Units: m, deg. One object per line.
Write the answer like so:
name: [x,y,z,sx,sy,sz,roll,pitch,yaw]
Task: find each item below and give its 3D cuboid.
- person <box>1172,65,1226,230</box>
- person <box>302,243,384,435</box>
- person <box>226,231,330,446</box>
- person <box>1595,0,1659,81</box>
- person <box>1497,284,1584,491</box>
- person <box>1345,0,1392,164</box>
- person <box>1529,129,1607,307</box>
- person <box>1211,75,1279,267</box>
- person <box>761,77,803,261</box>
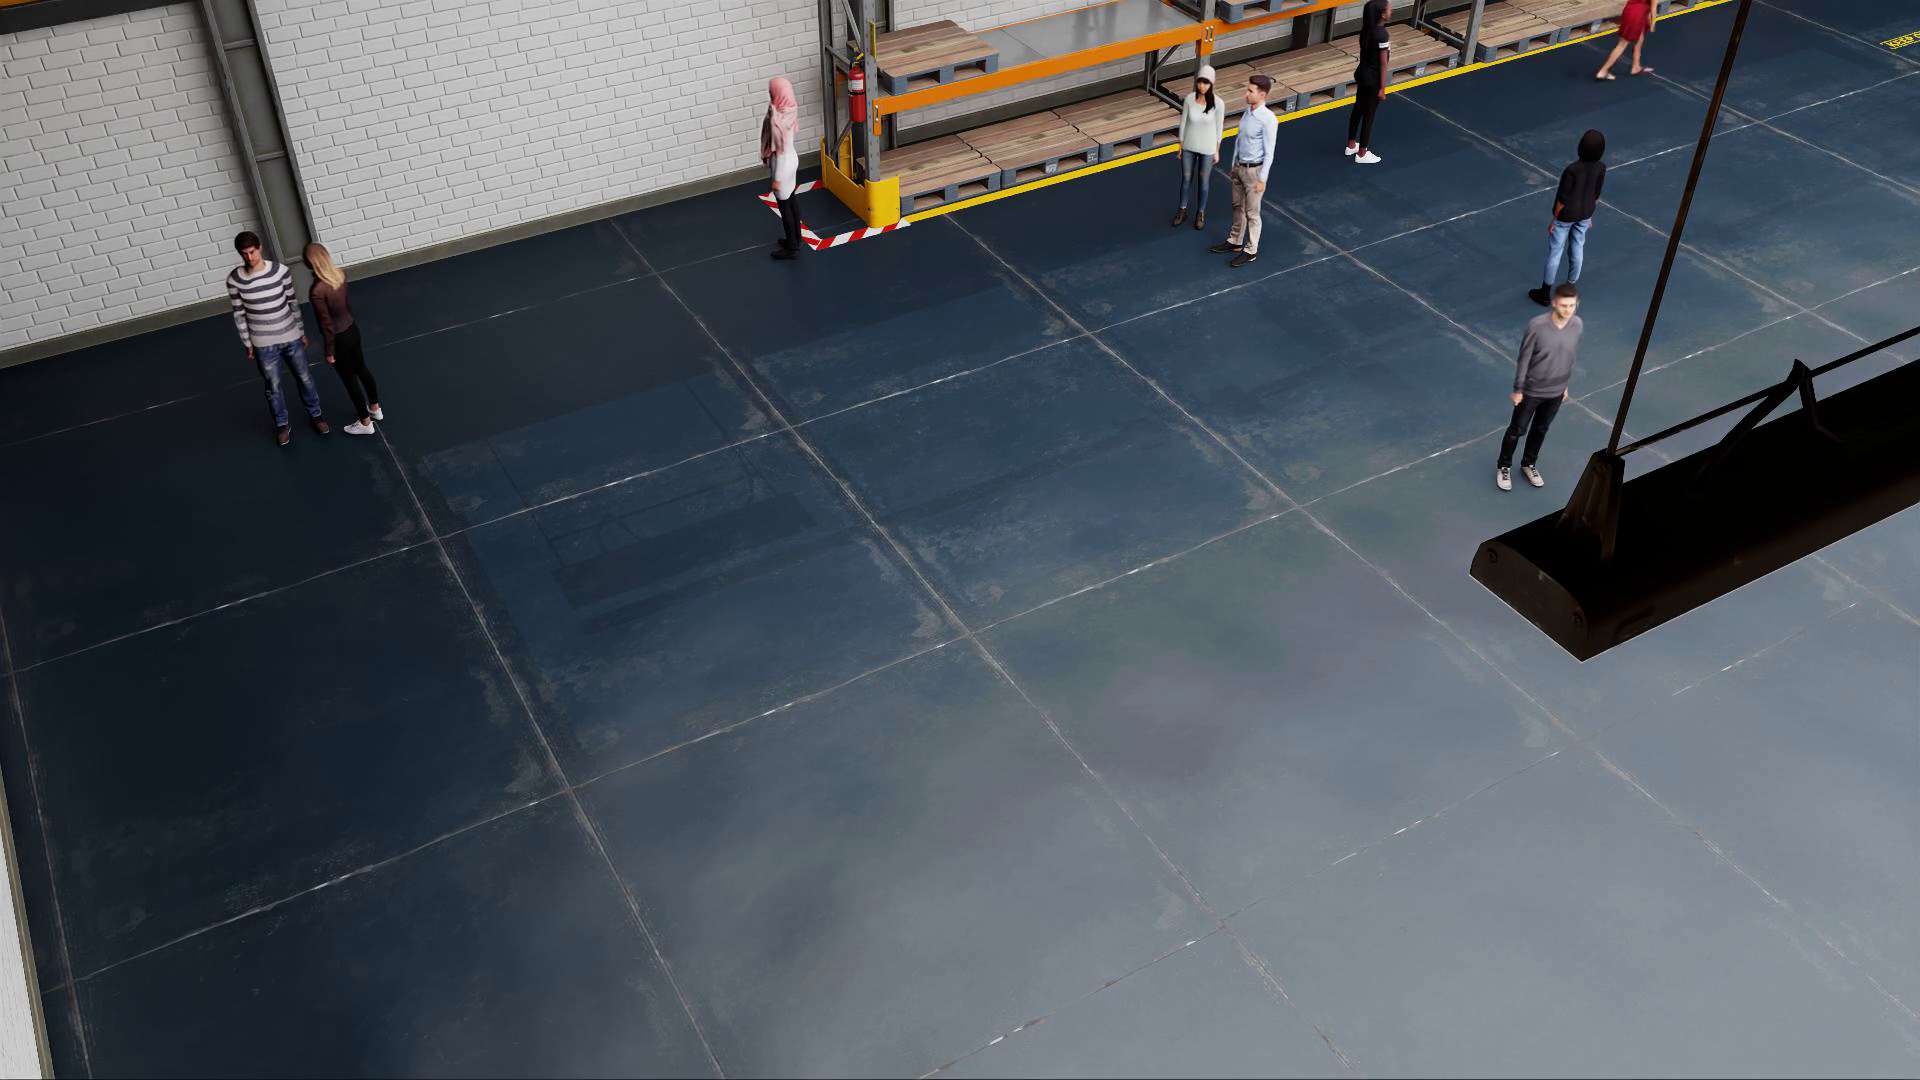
person: [2.336,-3.839,16.257,0.636,1.644,0.681,12,40,14]
person: [-4.995,-1.629,13.442,0.709,1.703,0.676,5,39,7]
person: [-5.498,-1.645,13.342,0.475,1.855,0.714,-17,42,-21]
person: [7.686,-6.002,19.064,1.009,1.520,0.795,-7,39,-9]
person: [4.497,-1.190,12.847,0.594,1.760,0.748,-5,39,-7]
person: [4.299,-4.817,17.413,0.645,1.729,0.656,-12,40,-14]
person: [5.544,-2.914,15.056,0.572,1.697,0.695,-7,39,-9]
person: [2.728,-3.489,15.657,0.597,1.846,0.657,-17,42,-20]
person: [-1.660,-3.517,15.725,0.790,1.804,0.735,8,39,10]
